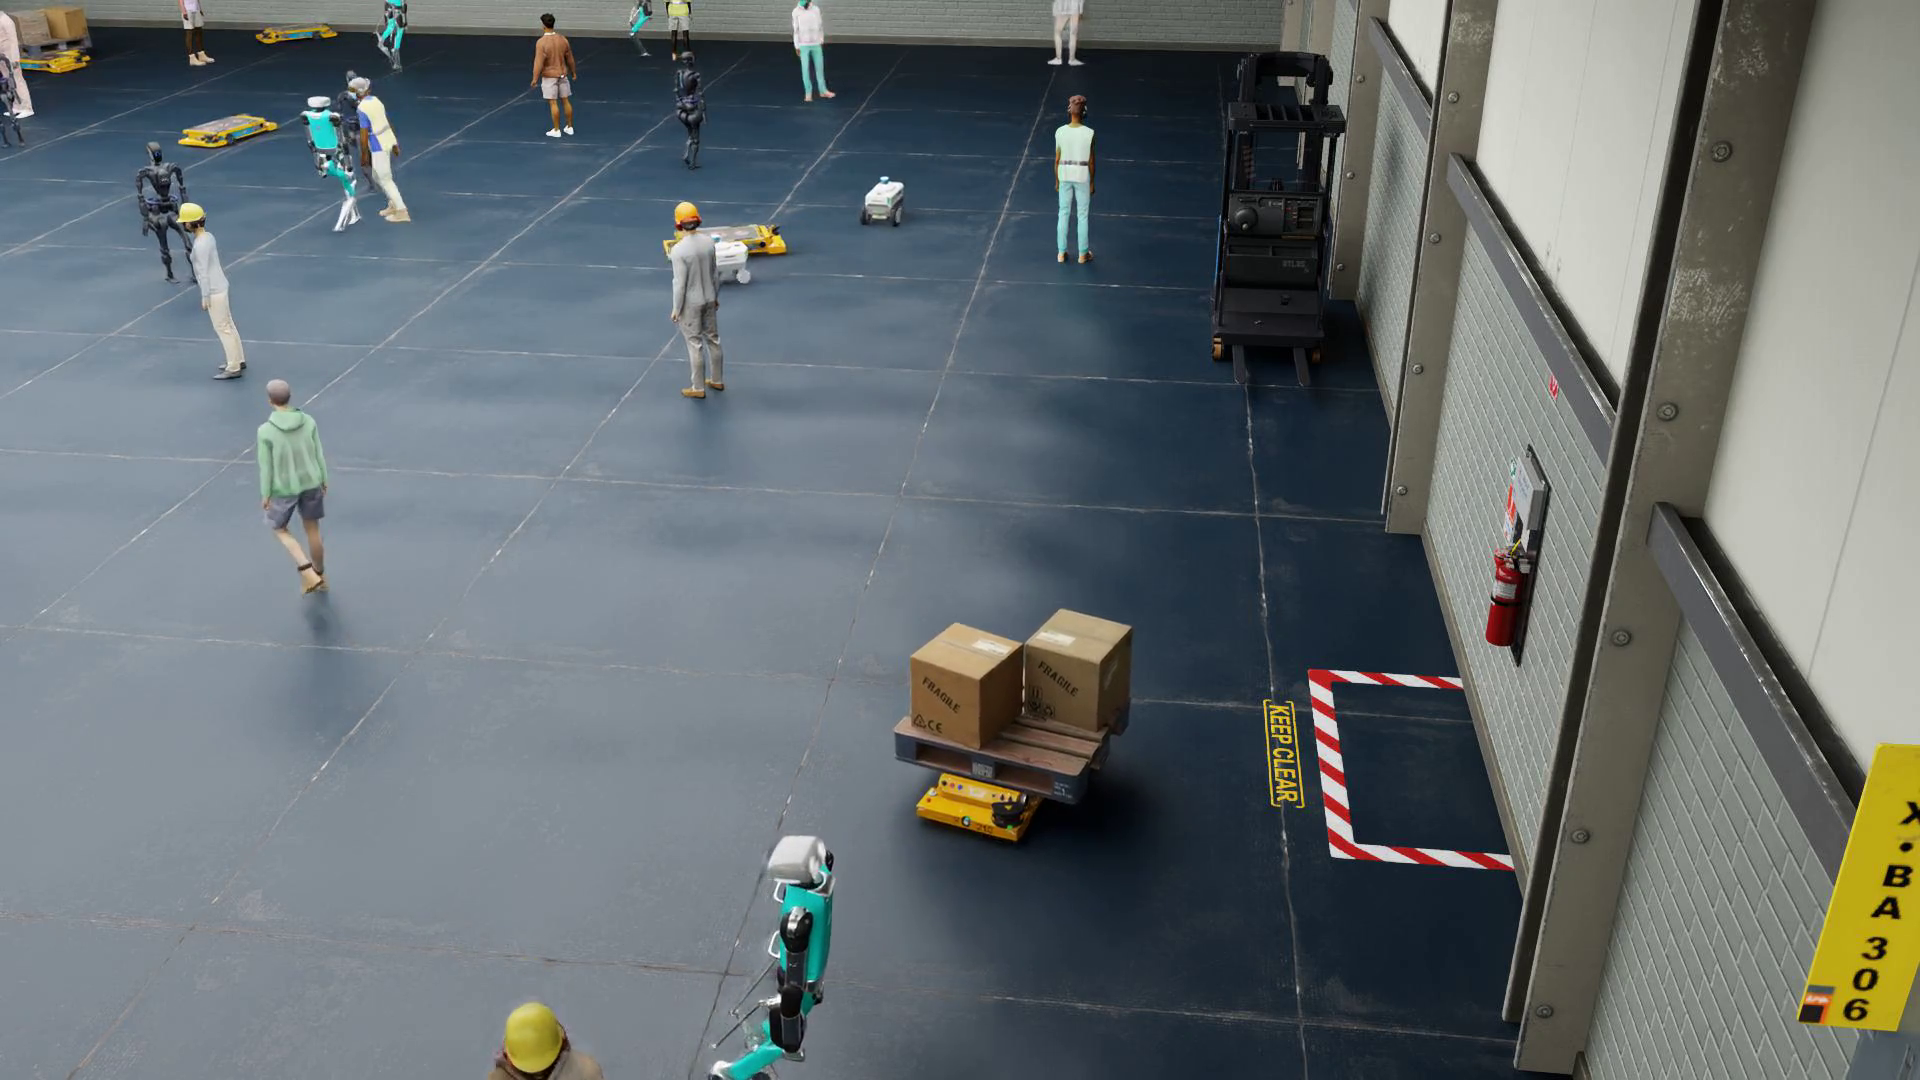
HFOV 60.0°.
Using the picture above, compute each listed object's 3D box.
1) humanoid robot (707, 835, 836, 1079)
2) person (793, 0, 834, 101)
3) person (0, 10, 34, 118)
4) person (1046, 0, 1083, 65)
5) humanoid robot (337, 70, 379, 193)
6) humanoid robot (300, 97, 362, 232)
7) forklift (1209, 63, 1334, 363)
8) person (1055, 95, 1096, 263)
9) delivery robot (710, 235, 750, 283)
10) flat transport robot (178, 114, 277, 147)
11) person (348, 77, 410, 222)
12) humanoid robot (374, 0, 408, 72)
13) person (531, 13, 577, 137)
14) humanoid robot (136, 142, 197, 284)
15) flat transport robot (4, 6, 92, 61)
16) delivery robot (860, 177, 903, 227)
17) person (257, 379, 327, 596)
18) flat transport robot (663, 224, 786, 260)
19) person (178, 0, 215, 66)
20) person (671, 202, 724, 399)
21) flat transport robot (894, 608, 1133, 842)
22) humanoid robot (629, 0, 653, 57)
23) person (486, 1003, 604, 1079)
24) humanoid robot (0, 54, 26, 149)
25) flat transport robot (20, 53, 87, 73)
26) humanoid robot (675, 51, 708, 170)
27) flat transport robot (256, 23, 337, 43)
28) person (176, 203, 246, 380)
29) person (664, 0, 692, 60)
[{"bbox_3d":[-0.954,2.082,7.426,0.851,1.854,0.551,3,27,7],"label":"humanoid robot"},{"bbox_3d":[-2.503,-8.350,28.014,0.626,1.877,0.439,-8,28,-16],"label":"person"},{"bbox_3d":[-15.442,-7.808,26.903,0.643,1.904,0.403,20,33,34],"label":"person"},{"bbox_3d":[1.987,-9.734,30.813,0.701,1.852,0.379,0,27,0],"label":"person"},{"bbox_3d":[-8.233,-5.647,22.916,0.610,1.643,0.780,-17,31,-30],"label":"humanoid robot"},{"bbox_3d":[-7.829,-4.773,21.037,0.539,1.740,0.994,7,28,14],"label":"humanoid robot"},{"bbox_3d":[3.241,-3.477,17.183,1.129,2.768,1.873,3,27,6],"label":"forklift"},{"bbox_3d":[1.362,-4.278,19.773,0.488,1.977,0.383,7,27,14],"label":"person"},{"bbox_3d":[-2.838,-3.234,19.262,0.764,0.582,0.499,-10,28,-20],"label":"delivery robot"},{"bbox_3d":[-11.362,-6.348,25.812,0.659,0.231,1.431,9,28,17],"label":"flat transport robot"},{"bbox_3d":[-7.436,-4.994,21.334,0.555,1.857,0.543,1,27,1],"label":"person"},{"bbox_3d":[-10.387,-9.346,30.286,0.540,1.901,0.720,15,30,28],"label":"humanoid robot"},{"bbox_3d":[-6.253,-7.180,25.700,0.395,1.856,0.790,24,35,39],"label":"person"},{"bbox_3d":[-9.062,-3.726,19.017,0.557,1.638,0.609,21,33,36],"label":"humanoid robot"},{"bbox_3d":[-17.202,-9.181,31.467,1.431,0.231,0.659,15,30,27],"label":"flat transport robot"},{"bbox_3d":[-0.980,-4.407,21.610,0.499,0.587,0.782,6,27,12],"label":"delivery robot"},{"bbox_3d":[-4.886,-0.366,12.228,0.509,1.727,0.426,-23,35,-38],"label":"person"},{"bbox_3d":[-2.899,-3.654,20.433,1.431,0.231,0.659,-6,27,-13],"label":"flat transport robot"},{"bbox_3d":[-14.254,-9.871,30.883,0.398,2.035,0.607,4,27,8],"label":"person"},{"bbox_3d":[-2.530,-2.284,15.891,0.385,1.890,0.561,21,33,35],"label":"person"},{"bbox_3d":[0.321,1.356,10.432,0.659,0.231,1.431,11,29,21],"label":"flat transport robot"},{"bbox_3d":[-6.103,-9.971,31.488,0.658,1.873,0.542,-14,30,-26],"label":"humanoid robot"},{"bbox_3d":[-1.558,2.522,6.477,0.551,1.714,0.889,-11,29,-21],"label":"person"},{"bbox_3d":[-14.467,-6.721,24.980,0.589,1.653,0.407,-10,28,-19],"label":"humanoid robot"},{"bbox_3d":[-16.996,-8.830,30.766,1.431,0.231,0.659,8,28,16],"label":"flat transport robot"},{"bbox_3d":[-3.863,-6.175,23.889,0.609,1.646,0.347,19,32,33],"label":"humanoid robot"},{"bbox_3d":[-13.395,-10.229,33.560,1.431,0.231,0.659,-16,31,-30],"label":"flat transport robot"},{"bbox_3d":[-7.380,-2.452,16.373,0.351,1.755,0.517,-7,27,-13],"label":"person"},{"bbox_3d":[-5.291,-9.895,31.307,0.527,1.689,0.321,5,27,10],"label":"person"}]
